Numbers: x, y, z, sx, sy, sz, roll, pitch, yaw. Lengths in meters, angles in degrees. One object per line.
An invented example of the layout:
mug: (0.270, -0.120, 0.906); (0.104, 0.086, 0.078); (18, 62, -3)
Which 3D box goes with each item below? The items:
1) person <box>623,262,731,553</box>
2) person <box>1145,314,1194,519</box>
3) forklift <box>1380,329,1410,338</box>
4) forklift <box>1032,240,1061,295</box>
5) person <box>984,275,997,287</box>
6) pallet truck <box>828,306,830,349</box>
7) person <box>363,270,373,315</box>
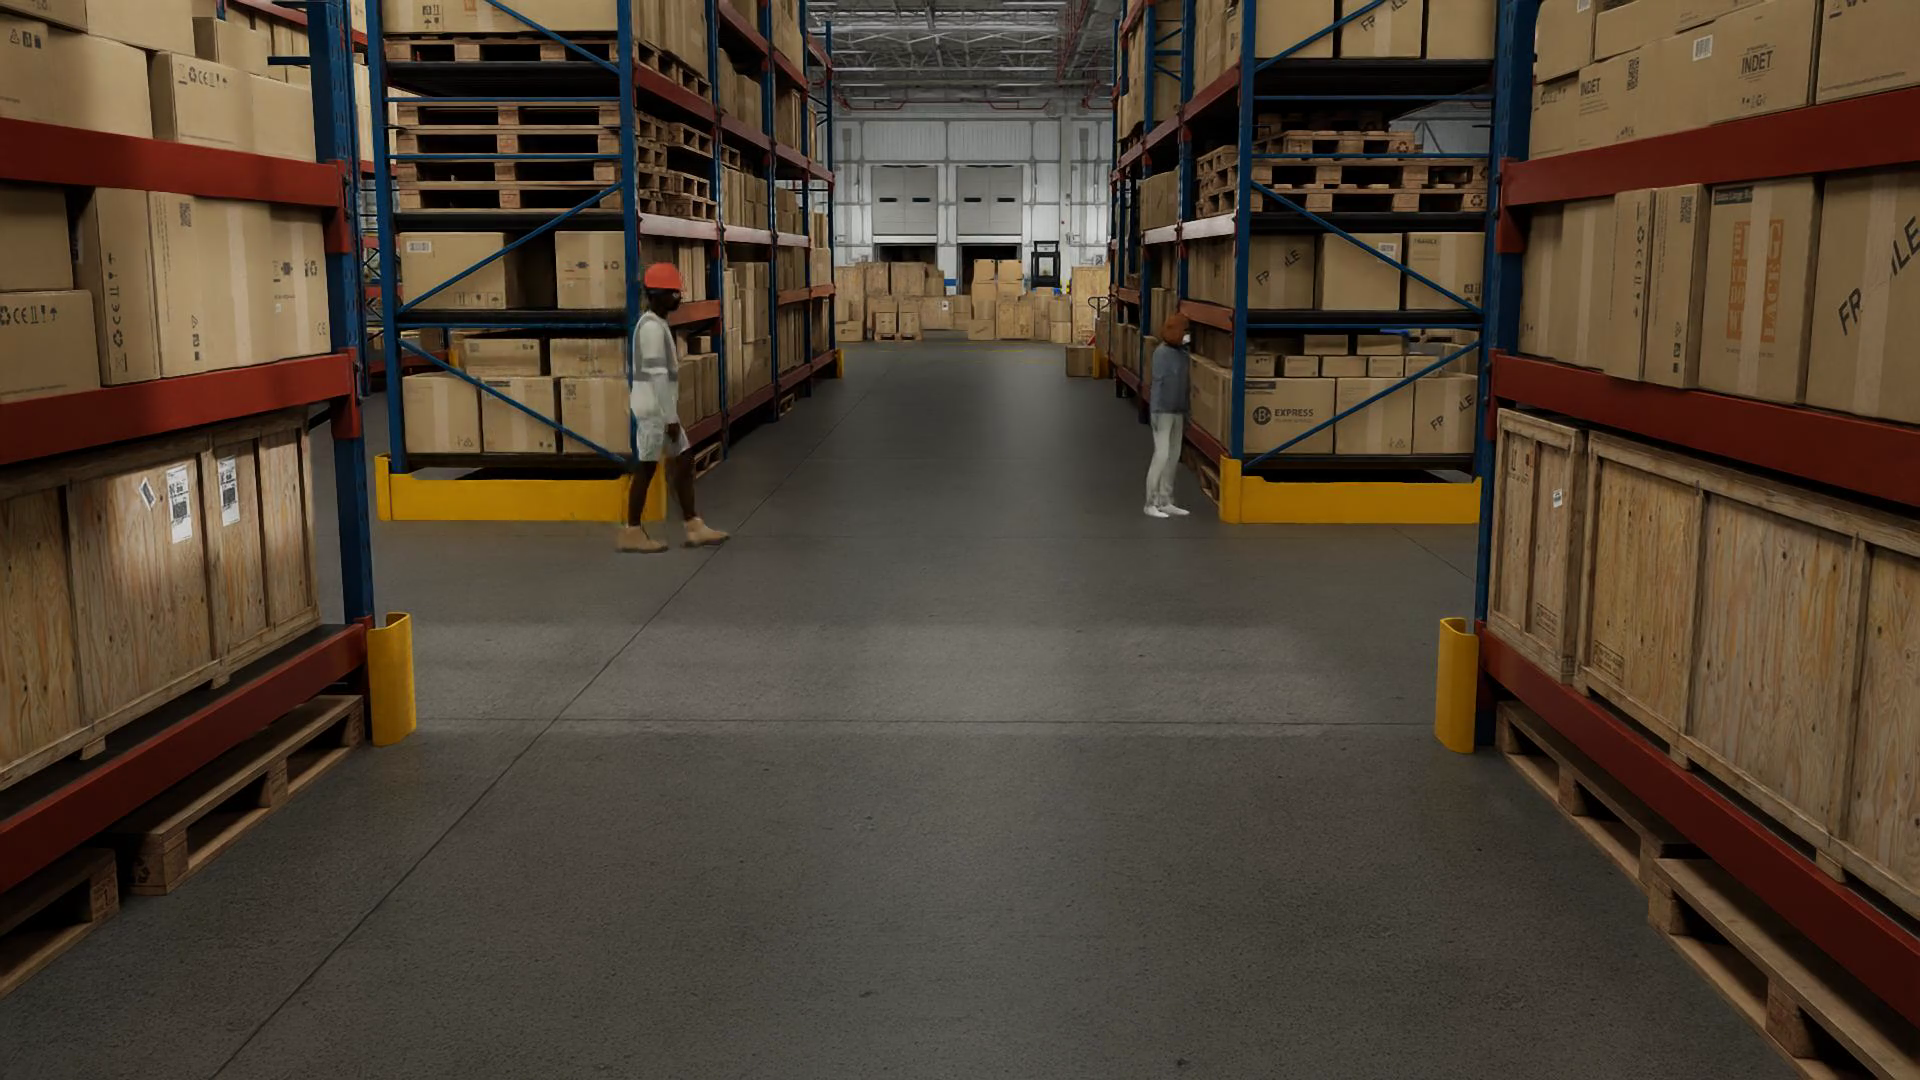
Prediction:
person: (-1.964, -0.898, 11.522); (0.878, 2.009, 0.647); (-1, 10, -6)
person: (1.675, -0.983, 13.205); (0.313, 1.618, 0.528); (8, 13, 41)
forklift: (5.389, -3.361, 23.692); (1.873, 2.768, 1.129); (0, 9, 1)
forklift: (3.172, -9.648, 61.356); (1.129, 2.768, 1.873); (0, 9, 1)
person: (1.215, -9.895, 65.824); (0.583, 1.898, 0.939); (5, 11, 27)
pallet truck: (-3.100, -3.940, 29.800); (1.885, 1.965, 0.823); (3, 10, 19)
person: (-22.884, -9.535, 64.032); (0.573, 1.748, 0.539); (7, 12, 35)
